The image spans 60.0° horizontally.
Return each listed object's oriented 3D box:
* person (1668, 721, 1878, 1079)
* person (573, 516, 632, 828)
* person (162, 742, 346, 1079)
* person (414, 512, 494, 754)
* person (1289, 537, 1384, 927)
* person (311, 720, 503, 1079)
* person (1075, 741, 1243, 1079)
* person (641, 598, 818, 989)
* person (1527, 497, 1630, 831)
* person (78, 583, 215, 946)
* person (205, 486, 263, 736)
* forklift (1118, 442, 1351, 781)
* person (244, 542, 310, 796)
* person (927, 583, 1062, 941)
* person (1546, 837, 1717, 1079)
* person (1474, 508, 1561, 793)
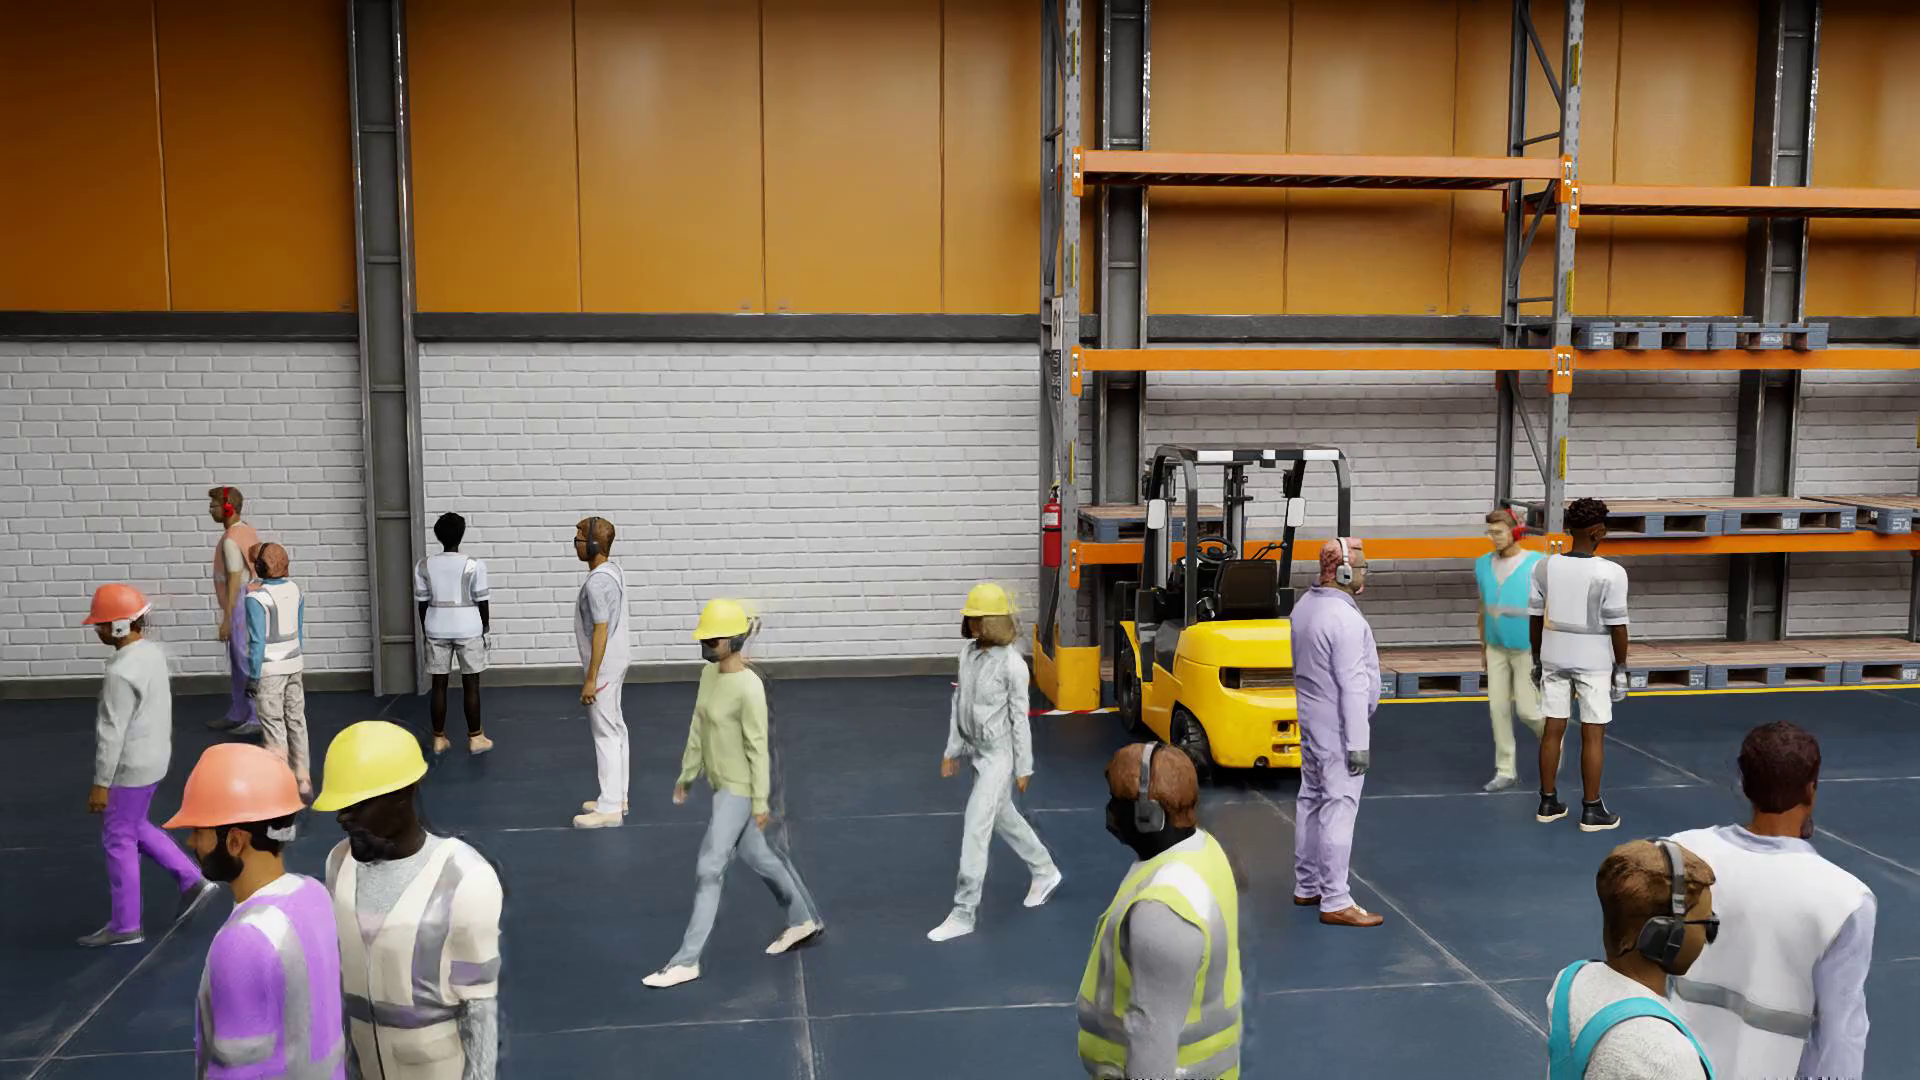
[{"bbox_3d":[2.144,1.398,4.395,1.016,1.864,0.607,-4,8,-34],"label":"person"},{"bbox_3d":[-2.133,0.777,9.862,0.345,1.847,0.504,0,7,1],"label":"person"},{"bbox_3d":[-1.576,1.422,3.905,0.665,1.919,0.568,-1,7,-6],"label":"person"},{"bbox_3d":[-3.520,0.652,11.592,0.535,1.700,0.318,0,7,4],"label":"person"},{"bbox_3d":[1.873,0.934,8.230,0.409,1.907,0.651,-1,7,-11],"label":"person"},{"bbox_3d":[-1.387,1.377,4.451,0.590,1.896,0.752,4,7,28],"label":"person"},{"bbox_3d":[0.605,1.425,4.344,0.682,1.823,0.631,2,7,14],"label":"person"},{"bbox_3d":[-1.021,1.104,7.532,0.894,1.725,0.534,-3,7,-28],"label":"person"},{"bbox_3d":[3.652,0.723,9.810,0.361,1.965,0.613,-6,9,-42],"label":"person"},{"bbox_3d":[-3.916,1.057,7.882,0.521,1.733,0.582,-1,7,-11],"label":"person"},{"bbox_3d":[-5.290,0.519,12.175,0.443,1.841,0.570,-2,7,-16],"label":"person"},{"bbox_3d":[1.912,0.418,11.496,1.214,2.155,2.313,-1,7,-8],"label":"forklift"},{"bbox_3d":[-4.247,0.826,10.328,0.306,1.639,0.523,1,7,11],"label":"person"},{"bbox_3d":[0.193,1.040,8.156,0.858,1.707,0.478,-4,8,-33],"label":"person"},{"bbox_3d":[1.378,1.515,3.416,0.346,1.843,0.507,-1,7,-7],"label":"person"},{"bbox_3d":[3.591,0.696,10.687,0.572,1.820,0.582,-5,8,-38],"label":"person"}]
